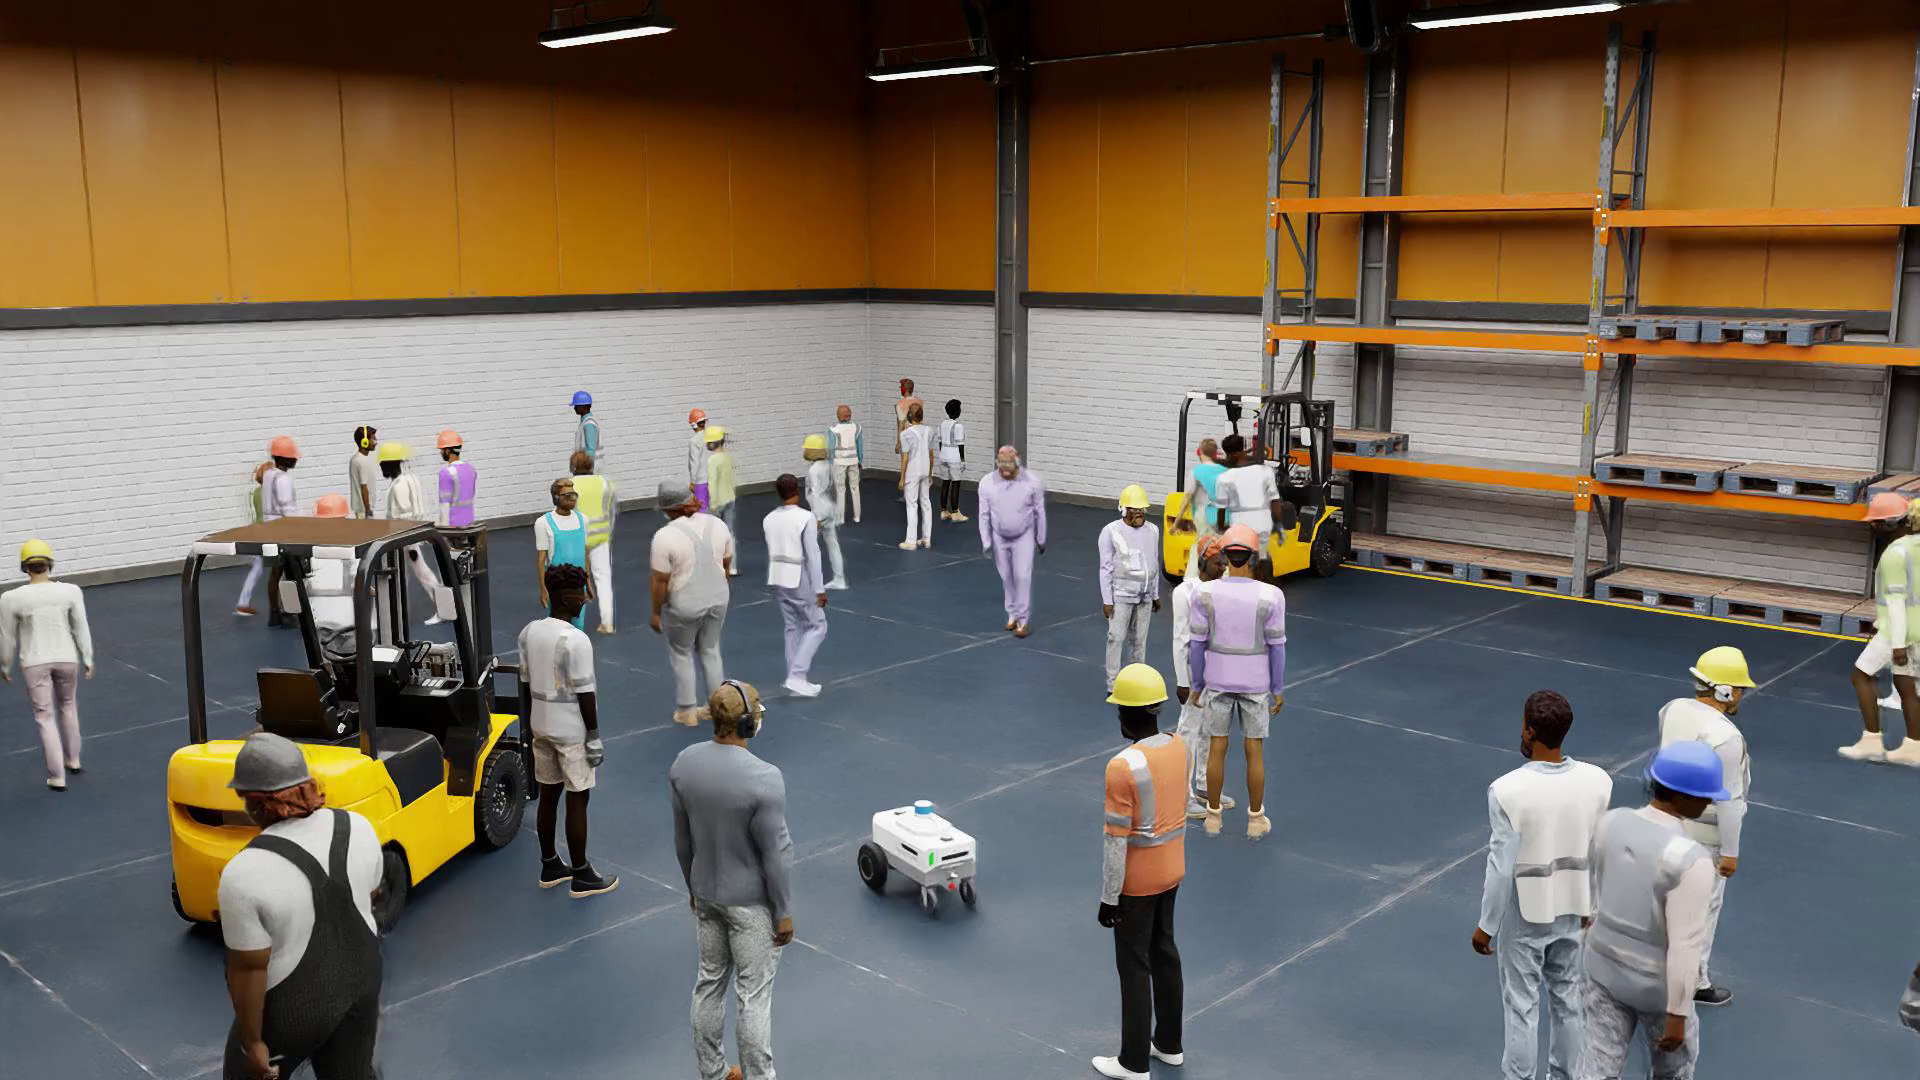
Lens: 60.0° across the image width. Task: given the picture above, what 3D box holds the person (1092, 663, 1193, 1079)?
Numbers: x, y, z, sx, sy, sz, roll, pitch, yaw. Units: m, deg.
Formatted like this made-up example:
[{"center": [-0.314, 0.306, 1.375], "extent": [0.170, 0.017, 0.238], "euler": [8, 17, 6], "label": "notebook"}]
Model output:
[{"center": [0.820, 1.504, 7.547], "extent": [0.393, 1.918, 0.581], "euler": [8, 13, 37], "label": "person"}]

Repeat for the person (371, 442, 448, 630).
[{"center": [-5.537, -0.041, 16.476], "extent": [1.004, 1.871, 0.591], "euler": [-2, 10, -13], "label": "person"}]

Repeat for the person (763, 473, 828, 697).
[{"center": [-1.389, 0.395, 13.953], "extent": [0.655, 1.892, 0.438], "euler": [9, 13, 40], "label": "person"}]

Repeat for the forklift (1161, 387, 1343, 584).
[{"center": [3.298, -0.608, 18.767], "extent": [1.214, 2.155, 2.313], "euler": [9, 13, 42], "label": "forklift"}]

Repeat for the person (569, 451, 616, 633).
[{"center": [-3.693, 0.012, 16.419], "extent": [0.622, 1.791, 1.004], "euler": [-6, 11, -29], "label": "person"}]

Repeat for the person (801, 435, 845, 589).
[{"center": [-1.637, -0.302, 18.371], "extent": [0.811, 1.713, 0.484], "euler": [3, 10, 17], "label": "person"}]

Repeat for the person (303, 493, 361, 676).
[{"center": [-4.782, 0.585, 12.790], "extent": [0.556, 1.901, 0.854], "euler": [-1, 10, -5], "label": "person"}]

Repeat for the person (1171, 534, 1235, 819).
[{"center": [1.640, 0.894, 11.091], "extent": [0.573, 1.887, 0.356], "euler": [-9, 14, -42], "label": "person"}]

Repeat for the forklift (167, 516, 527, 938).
[{"center": [-3.583, 0.976, 9.748], "extent": [1.214, 2.155, 2.313], "euler": [2, 10, 11], "label": "forklift"}]

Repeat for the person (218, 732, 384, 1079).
[{"center": [-2.482, 1.675, 6.208], "extent": [0.643, 2.000, 0.702], "euler": [6, 12, 31], "label": "person"}]

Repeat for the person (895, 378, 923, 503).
[{"center": [-0.744, -1.469, 24.657], "extent": [0.396, 1.847, 0.565], "euler": [7, 12, 36], "label": "person"}]

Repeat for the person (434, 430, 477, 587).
[{"center": [-5.164, -0.165, 17.003], "extent": [0.369, 1.930, 0.547], "euler": [3, 10, 17], "label": "person"}]

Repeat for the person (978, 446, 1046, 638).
[{"center": [0.487, 0.010, 16.201], "extent": [0.651, 1.861, 0.815], "euler": [3, 10, 15], "label": "person"}]

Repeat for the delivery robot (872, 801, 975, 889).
[{"center": [-0.214, 1.762, 9.676], "extent": [0.477, 0.478, 0.707], "euler": [-6, 12, -32], "label": "delivery robot"}]

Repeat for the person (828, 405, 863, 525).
[{"center": [-1.567, -1.027, 22.743], "extent": [0.523, 1.636, 0.311], "euler": [-5, 11, -27], "label": "person"}]

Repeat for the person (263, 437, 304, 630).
[{"center": [-6.700, -0.065, 16.495], "extent": [0.408, 1.916, 0.593], "euler": [-9, 13, -41], "label": "person"}]

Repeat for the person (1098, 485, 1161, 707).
[{"center": [1.424, 0.451, 13.769], "extent": [0.590, 1.833, 0.403], "euler": [-6, 12, -32], "label": "person"}]

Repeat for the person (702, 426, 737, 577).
[{"center": [-2.761, -0.429, 18.971], "extent": [0.451, 1.750, 0.540], "euler": [5, 11, 26], "label": "person"}]

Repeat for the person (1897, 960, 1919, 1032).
[{"center": [3.934, 1.672, 6.496], "extent": [0.650, 1.936, 0.880], "euler": [-6, 12, -32], "label": "person"}]

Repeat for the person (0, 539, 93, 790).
[{"center": [-6.446, 0.859, 11.708], "extent": [0.545, 1.735, 0.728], "euler": [-10, 14, -43], "label": "person"}]

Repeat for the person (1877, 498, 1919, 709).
[{"center": [7.802, 0.519, 13.630], "extent": [0.493, 1.746, 0.283], "euler": [-4, 11, -21], "label": "person"}]

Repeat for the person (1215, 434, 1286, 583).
[{"center": [2.892, -0.114, 16.748], "extent": [0.692, 1.911, 0.706], "euler": [-1, 10, -8], "label": "person"}]

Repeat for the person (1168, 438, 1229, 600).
[{"center": [2.601, -0.163, 17.418], "extent": [0.948, 1.792, 0.597], "euler": [8, 13, 38], "label": "person"}]

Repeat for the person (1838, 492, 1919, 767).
[{"center": [6.779, 0.653, 12.139], "extent": [0.618, 2.005, 0.697], "euler": [-9, 13, -41], "label": "person"}]

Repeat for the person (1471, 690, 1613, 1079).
[{"center": [2.472, 1.582, 7.084], "extent": [0.587, 1.920, 0.391], "euler": [-4, 11, -19], "label": "person"}]

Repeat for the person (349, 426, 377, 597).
[{"center": [-6.423, -0.305, 18.007], "extent": [0.318, 1.860, 0.519], "euler": [-5, 11, -27], "label": "person"}]

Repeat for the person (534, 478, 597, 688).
[{"center": [-3.333, 0.389, 14.083], "extent": [0.342, 1.846, 0.509], "euler": [9, 14, 42], "label": "person"}]

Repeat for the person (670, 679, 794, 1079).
[{"center": [-0.968, 1.549, 7.218], "extent": [0.630, 1.940, 0.372], "euler": [7, 12, 34], "label": "person"}]

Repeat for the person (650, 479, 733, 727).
[{"center": [-2.121, 0.472, 13.056], "extent": [0.725, 2.000, 0.541], "euler": [-9, 13, -41], "label": "person"}]

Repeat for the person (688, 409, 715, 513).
[{"center": [-3.285, -0.789, 21.057], "extent": [0.339, 1.748, 0.567], "euler": [4, 11, 22], "label": "person"}]

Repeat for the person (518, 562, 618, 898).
[{"center": [-2.300, 1.101, 9.705], "extent": [0.600, 1.960, 0.374], "euler": [8, 13, 40], "label": "person"}]

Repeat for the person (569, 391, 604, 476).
[{"center": [-4.821, -0.966, 21.548], "extent": [0.414, 1.939, 0.614], "euler": [-2, 10, -13], "label": "person"}]

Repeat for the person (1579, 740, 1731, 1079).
[{"center": [2.757, 1.686, 6.528], "extent": [0.877, 1.894, 0.615], "euler": [-5, 11, -29], "label": "person"}]

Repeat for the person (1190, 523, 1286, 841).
[{"center": [1.767, 0.904, 10.611], "extent": [0.606, 2.037, 0.382], "euler": [3, 10, 15], "label": "person"}]

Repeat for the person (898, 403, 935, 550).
[{"center": [-0.552, -0.795, 20.829], "extent": [0.506, 1.846, 0.345], "euler": [-8, 13, -39], "label": "person"}]

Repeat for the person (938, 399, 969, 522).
[{"center": [-0.098, -1.100, 22.988], "extent": [0.316, 1.695, 0.542], "euler": [-7, 12, -35], "label": "person"}]

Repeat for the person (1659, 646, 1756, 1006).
[{"center": [3.707, 1.419, 8.305], "extent": [0.403, 1.819, 0.601], "euler": [-1, 10, -8], "label": "person"}]
